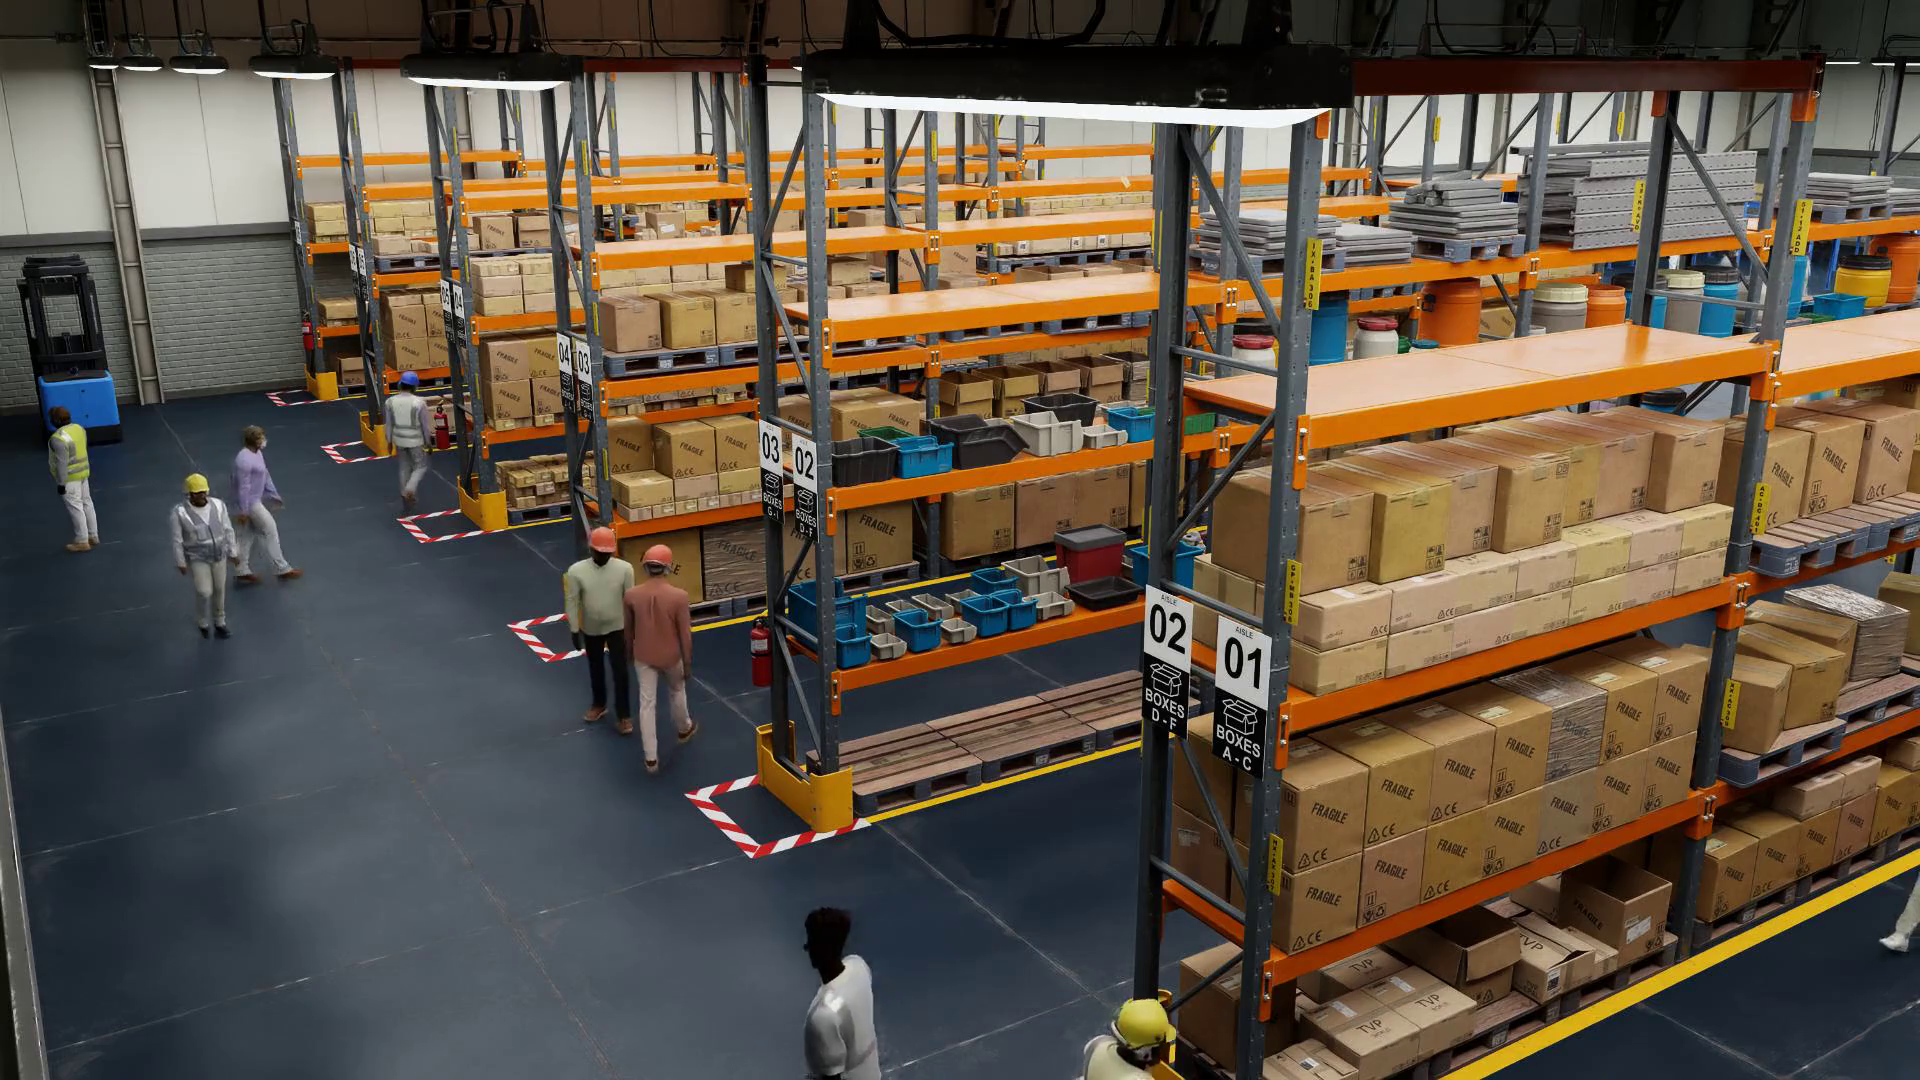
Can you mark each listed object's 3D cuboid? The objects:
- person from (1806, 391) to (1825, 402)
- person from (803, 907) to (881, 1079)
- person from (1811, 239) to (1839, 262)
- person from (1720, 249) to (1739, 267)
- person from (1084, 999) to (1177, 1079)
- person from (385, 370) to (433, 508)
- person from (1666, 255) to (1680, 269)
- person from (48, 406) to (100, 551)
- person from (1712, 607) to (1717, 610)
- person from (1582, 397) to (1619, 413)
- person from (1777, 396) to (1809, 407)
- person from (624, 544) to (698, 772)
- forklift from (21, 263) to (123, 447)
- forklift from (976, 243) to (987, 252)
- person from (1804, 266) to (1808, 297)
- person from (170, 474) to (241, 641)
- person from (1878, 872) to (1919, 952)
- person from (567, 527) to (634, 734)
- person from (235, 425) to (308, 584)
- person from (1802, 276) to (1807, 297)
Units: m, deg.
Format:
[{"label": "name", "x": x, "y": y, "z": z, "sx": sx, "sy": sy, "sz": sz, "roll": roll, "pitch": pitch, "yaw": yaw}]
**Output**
[{"label": "person", "x": 15.086, "y": -3.138, "z": 27.659, "sx": 0.594, "sy": 1.790, "sz": 0.958, "roll": 1, "pitch": 17, "yaw": 2}, {"label": "person", "x": -0.606, "y": 2.780, "z": 8.116, "sx": 1.083, "sy": 1.900, "sz": 0.597, "roll": 6, "pitch": 18, "yaw": 20}, {"label": "person", "x": 26.466, "y": -9.443, "z": 48.136, "sx": 0.545, "sy": 1.900, "sz": 0.940, "roll": -9, "pitch": 19, "yaw": -28}, {"label": "person", "x": 17.712, "y": -5.824, "z": 36.287, "sx": 0.952, "sy": 1.893, "sz": 0.652, "roll": 9, "pitch": 19, "yaw": 26}, {"label": "person", "x": 0.850, "y": 2.984, "z": 7.561, "sx": 0.529, "sy": 1.810, "sz": 0.613, "roll": -7, "pitch": 18, "yaw": -22}, {"label": "person", "x": -7.559, "y": -1.351, "z": 21.583, "sx": 0.676, "sy": 1.922, "sz": 0.580, "roll": 4, "pitch": 17, "yaw": 12}, {"label": "person", "x": 19.496, "y": -7.827, "z": 42.955, "sx": 0.626, "sy": 1.847, "sz": 0.429, "roll": -7, "pitch": 18, "yaw": -22}, {"label": "person", "x": -11.200, "y": -0.788, "z": 19.879, "sx": 0.429, "sy": 1.841, "sz": 0.633, "roll": 0, "pitch": 17, "yaw": -2}, {"label": "person", "x": 8.589, "y": -0.183, "z": 17.731, "sx": 0.356, "sy": 1.937, "sz": 0.552, "roll": -3, "pitch": 17, "yaw": -10}, {"label": "person", "x": 9.396, "y": -1.800, "z": 23.069, "sx": 0.598, "sy": 1.915, "sz": 0.375, "roll": 14, "pitch": 22, "yaw": 38}, {"label": "person", "x": 11.505, "y": -1.416, "z": 21.849, "sx": 0.957, "sy": 1.882, "sz": 0.555, "roll": -7, "pitch": 18, "yaw": -23}, {"label": "person", "x": -2.636, "y": 0.983, "z": 13.896, "sx": 0.644, "sy": 1.930, "sz": 1.001, "roll": 1, "pitch": 17, "yaw": 4}, {"label": "forklift", "x": -14.518, "y": -3.079, "z": 25.708, "sx": 1.129, "sy": 2.768, "sz": 1.873, "roll": -10, "pitch": 20, "yaw": -31}, {"label": "forklift", "x": 0.988, "y": -5.474, "z": 34.718, "sx": 1.214, "sy": 2.155, "sz": 2.313, "roll": -10, "pitch": 20, "yaw": -31}, {"label": "person", "x": 19.294, "y": -5.831, "z": 36.338, "sx": 1.039, "sy": 1.891, "sz": 0.597, "roll": 9, "pitch": 19, "yaw": 28}, {"label": "person", "x": -7.978, "y": 0.175, "z": 16.765, "sx": 0.462, "sy": 1.817, "sz": 0.601, "roll": 13, "pitch": 21, "yaw": 36}, {"label": "person", "x": 6.842, "y": 1.995, "z": 10.800, "sx": 0.999, "sy": 1.820, "sz": 0.536, "roll": -8, "pitch": 19, "yaw": -26}, {"label": "person", "x": -3.277, "y": 0.797, "z": 14.522, "sx": 0.630, "sy": 1.957, "sz": 0.697, "roll": -2, "pitch": 17, "yaw": -8}, {"label": "person", "x": -8.187, "y": -0.421, "z": 18.571, "sx": 0.916, "sy": 1.896, "sz": 0.638, "roll": -5, "pitch": 18, "yaw": -16}, {"label": "person", "x": 18.285, "y": -5.354, "z": 34.843, "sx": 1.030, "sy": 1.855, "sz": 0.651, "roll": -2, "pitch": 17, "yaw": -7}]
